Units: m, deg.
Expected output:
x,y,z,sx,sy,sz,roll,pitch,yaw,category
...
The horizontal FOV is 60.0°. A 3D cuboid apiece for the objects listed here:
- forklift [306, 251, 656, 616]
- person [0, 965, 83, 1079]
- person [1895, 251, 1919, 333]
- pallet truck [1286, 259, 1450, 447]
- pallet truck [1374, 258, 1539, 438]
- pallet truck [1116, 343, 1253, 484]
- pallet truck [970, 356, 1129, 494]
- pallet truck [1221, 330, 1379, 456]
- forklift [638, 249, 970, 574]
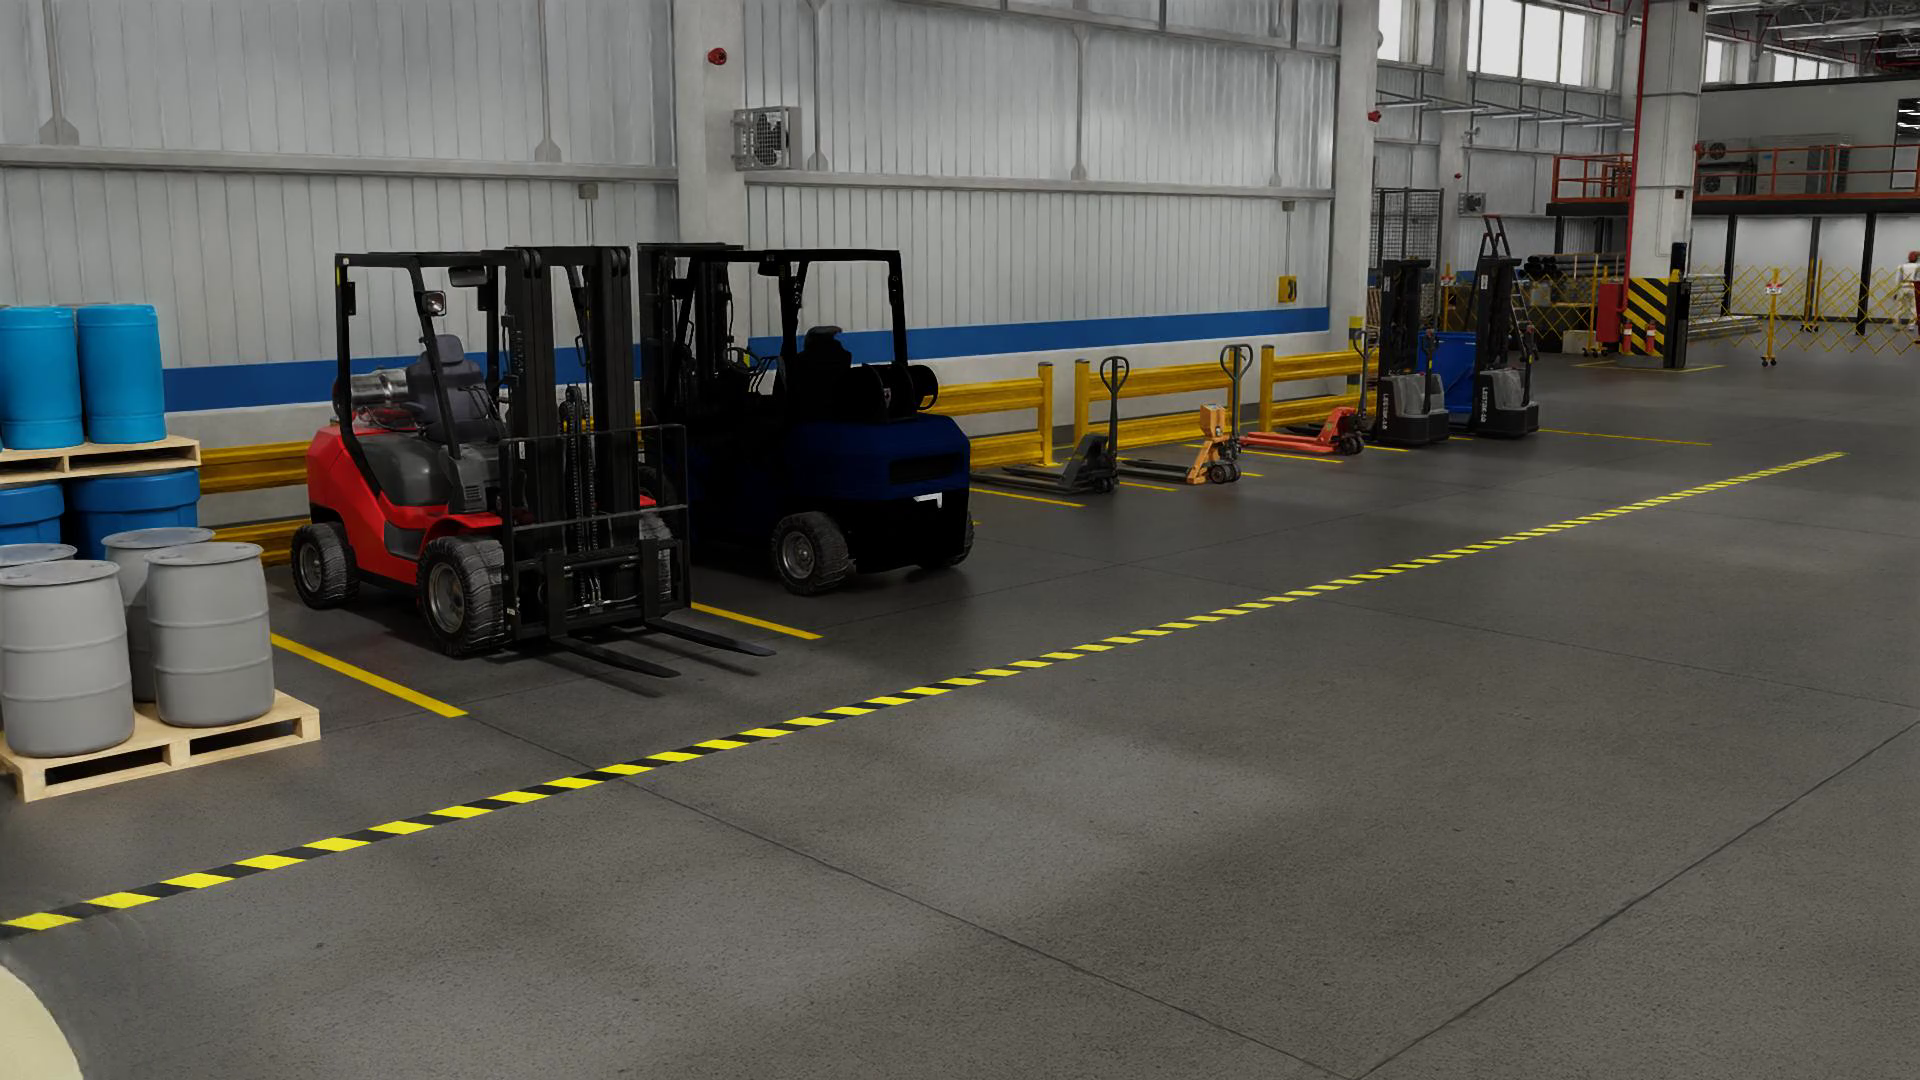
x,y,z,sx,sy,sz,roll,pitch,yaw,category
-2.833,-0.669,9.694,1.157,1.987,2.680,-10,14,-44,forklift
-1.039,1.050,1.731,0.406,1.792,0.719,-6,12,-31,person
21.912,-5.724,38.384,0.341,1.883,0.583,-10,14,-43,person
4.493,-2.078,18.196,0.823,1.965,1.885,-9,14,-40,pallet truck
5.704,-2.208,18.901,1.885,1.965,0.823,10,14,43,pallet truck
1.962,-1.215,15.415,1.522,1.261,0.704,10,14,43,pallet truck
0.784,-1.085,14.876,0.680,1.201,1.601,-10,14,-44,pallet truck
3.563,-1.581,17.381,0.653,1.274,1.630,-10,14,-44,pallet truck
-1.173,-0.958,11.239,2.680,1.987,1.157,10,14,43,forklift
